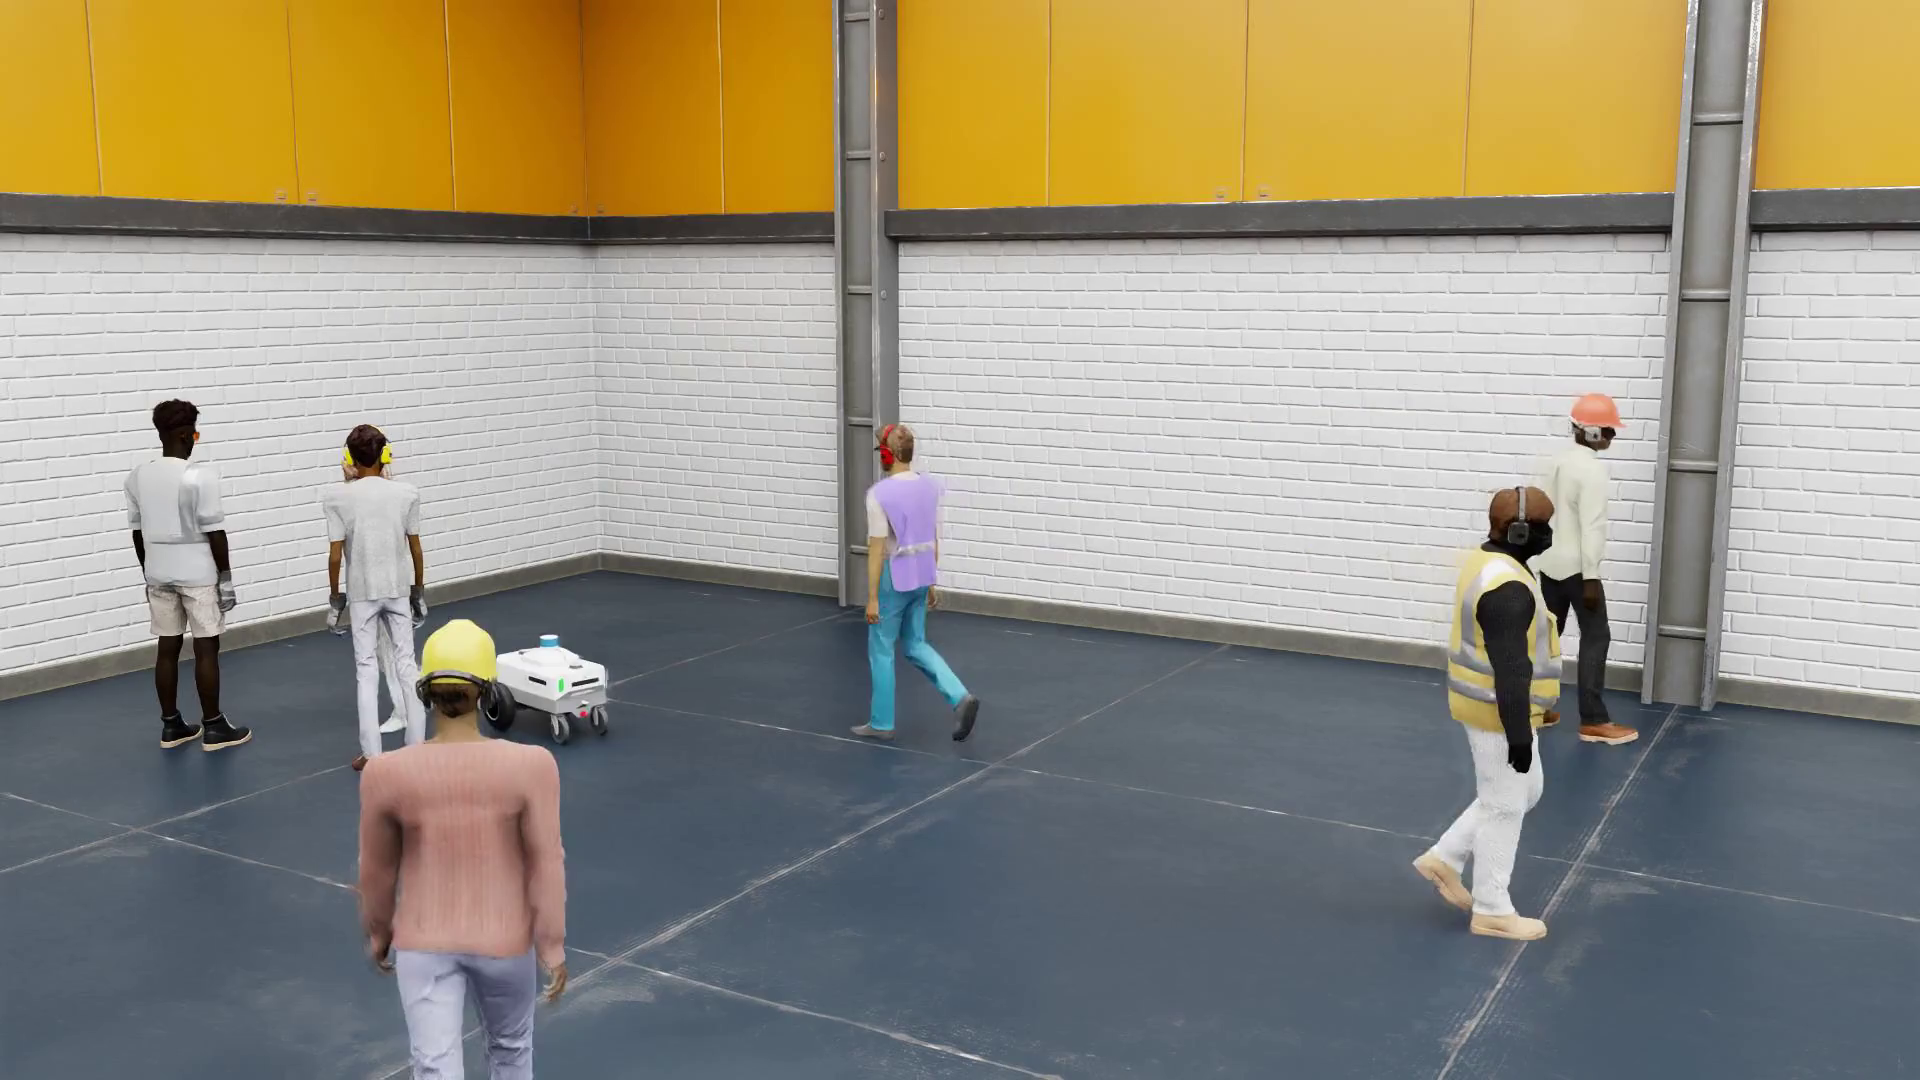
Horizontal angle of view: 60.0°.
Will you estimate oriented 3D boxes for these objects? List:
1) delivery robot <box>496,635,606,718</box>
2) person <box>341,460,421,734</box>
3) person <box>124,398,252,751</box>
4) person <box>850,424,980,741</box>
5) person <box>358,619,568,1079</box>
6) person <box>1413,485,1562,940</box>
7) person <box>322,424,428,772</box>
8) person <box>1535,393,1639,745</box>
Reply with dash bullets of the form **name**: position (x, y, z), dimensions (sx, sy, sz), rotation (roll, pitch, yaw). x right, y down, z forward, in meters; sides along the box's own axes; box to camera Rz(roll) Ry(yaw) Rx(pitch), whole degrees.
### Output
- **delivery robot**: position (-2.364, 0.793, 9.606), dimensions (0.707, 0.478, 0.477), rotation (8, 12, 42)
- **person**: position (-3.307, 0.303, 9.611), dimensions (0.419, 1.620, 0.589), rotation (-8, 12, -40)
- **person**: position (-4.297, 0.194, 9.239), dimensions (0.605, 1.966, 0.367), rotation (2, 9, 15)
- **person**: position (-0.276, 0.266, 9.270), dimensions (0.731, 1.821, 0.573), rotation (7, 11, 36)
- **person**: position (-1.350, 1.064, 4.557), dimensions (0.547, 1.712, 0.895), rotation (-2, 9, -10)
- **person**: position (2.145, 0.687, 6.603), dimensions (0.448, 1.827, 0.653), rotation (2, 9, 12)
- **person**: position (-3.088, 0.318, 8.795), dimensions (0.520, 1.865, 0.335), rotation (-5, 10, -29)
- **person**: position (3.528, 0.157, 9.479), dimensions (0.521, 1.973, 0.676), rotation (-1, 9, -5)
